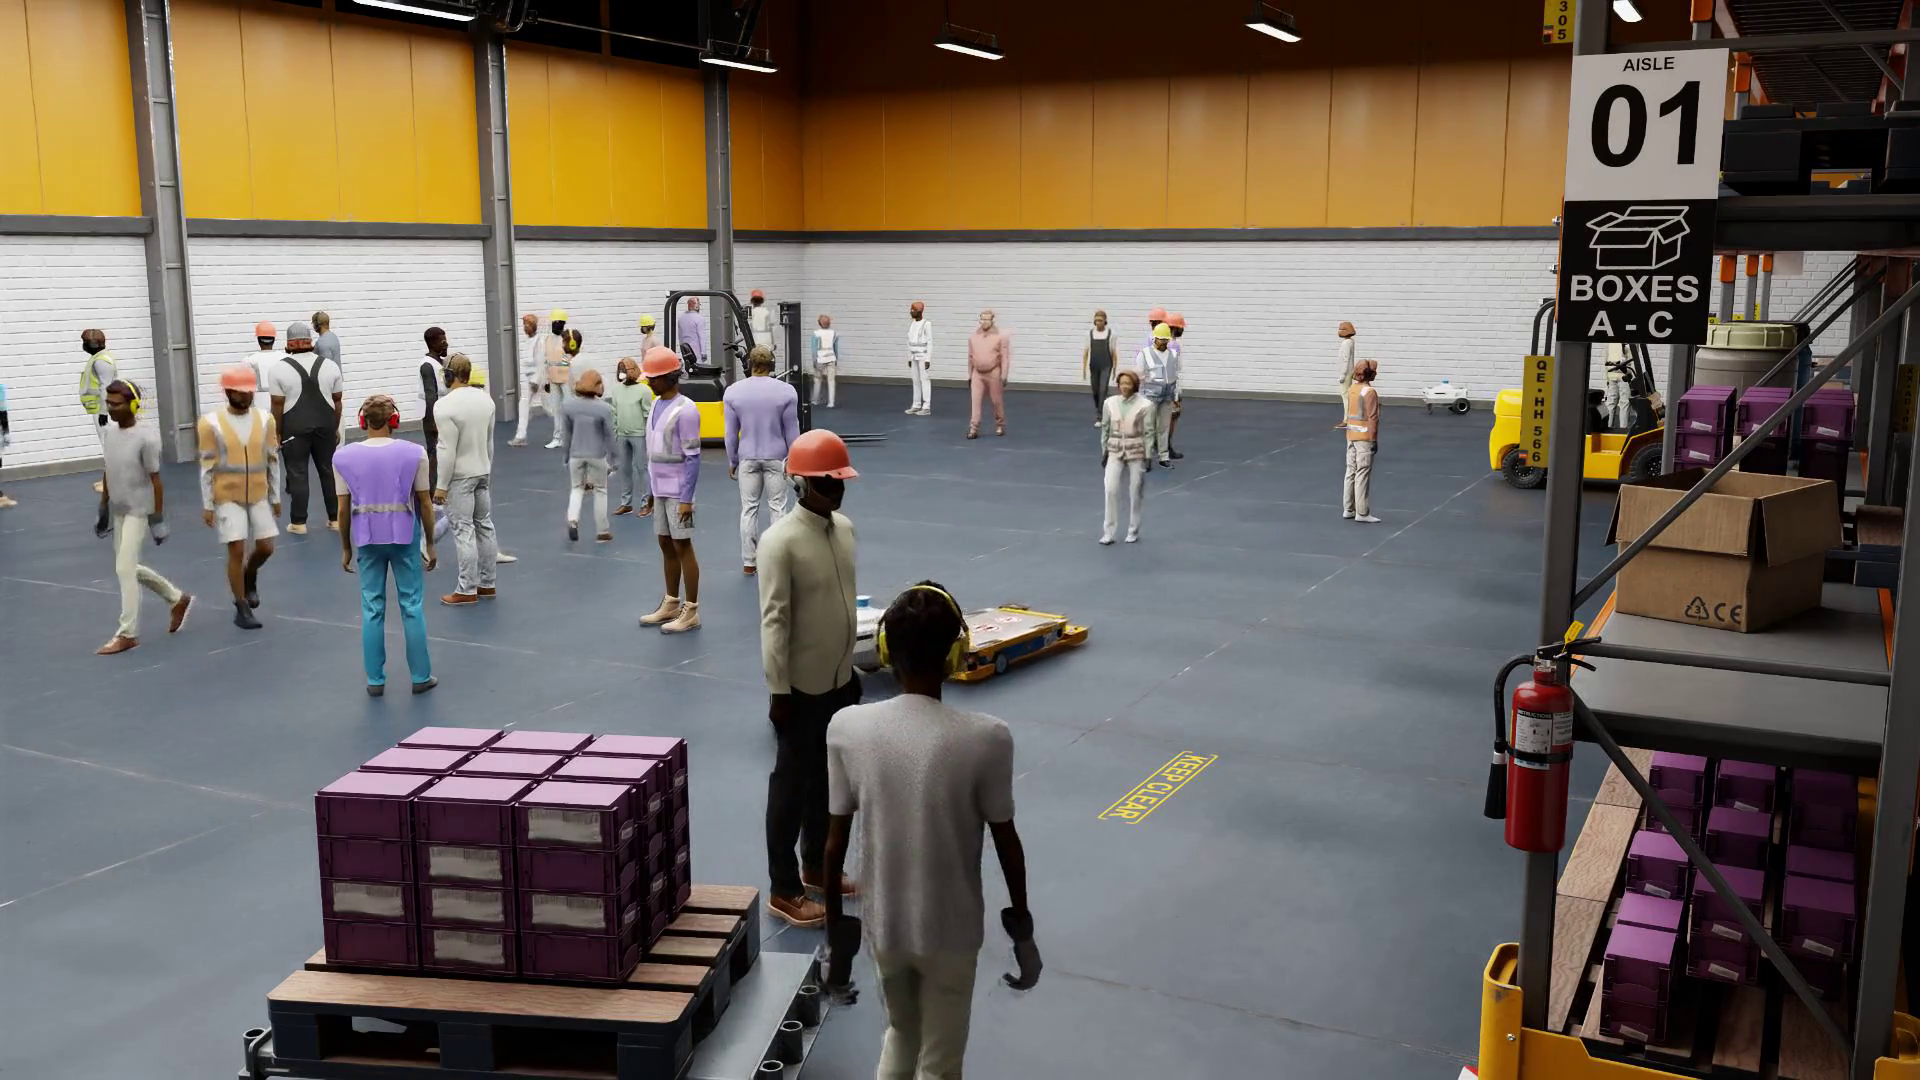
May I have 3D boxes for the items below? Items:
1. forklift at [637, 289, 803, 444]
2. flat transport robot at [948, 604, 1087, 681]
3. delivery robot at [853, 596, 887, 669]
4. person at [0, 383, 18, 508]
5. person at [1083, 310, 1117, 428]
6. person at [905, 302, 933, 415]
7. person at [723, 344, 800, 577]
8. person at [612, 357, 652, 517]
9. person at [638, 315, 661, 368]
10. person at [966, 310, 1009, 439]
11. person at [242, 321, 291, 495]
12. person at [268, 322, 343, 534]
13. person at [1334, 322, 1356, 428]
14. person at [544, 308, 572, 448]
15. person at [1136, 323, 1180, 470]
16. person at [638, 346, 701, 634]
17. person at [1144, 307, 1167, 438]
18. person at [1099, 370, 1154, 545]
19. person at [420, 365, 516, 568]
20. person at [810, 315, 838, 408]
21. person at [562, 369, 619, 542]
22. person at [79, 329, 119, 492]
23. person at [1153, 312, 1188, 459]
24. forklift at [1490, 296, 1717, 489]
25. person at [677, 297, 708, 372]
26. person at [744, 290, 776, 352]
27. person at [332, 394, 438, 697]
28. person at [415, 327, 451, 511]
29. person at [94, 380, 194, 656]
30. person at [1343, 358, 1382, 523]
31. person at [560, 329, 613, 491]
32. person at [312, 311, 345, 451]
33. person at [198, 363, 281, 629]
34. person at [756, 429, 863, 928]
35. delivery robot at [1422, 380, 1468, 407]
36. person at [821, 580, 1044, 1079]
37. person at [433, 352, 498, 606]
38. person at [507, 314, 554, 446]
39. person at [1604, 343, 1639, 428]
[{"bbox_3d":[-3.358,-2.392,23.136,2.313,2.155,1.214,-1,10,-5],"label":"forklift"},{"bbox_3d":[0.196,0.660,11.030,0.652,0.197,1.431,7,12,35],"label":"flat transport robot"},{"bbox_3d":[-0.615,0.591,10.333,0.707,0.478,0.477,-8,13,-39],"label":"delivery robot"},{"bbox_3d":[-10.157,-1.110,17.247,0.530,1.673,0.724,3,10,16],"label":"person"},{"bbox_3d":[2.194,-2.674,25.873,0.520,1.819,0.817,3,10,15],"label":"person"},{"bbox_3d":[-0.673,-3.012,27.630,0.356,1.881,0.575,-7,12,-35],"label":"person"},{"bbox_3d":[-1.635,-0.653,13.806,0.630,1.940,0.372,0,10,1],"label":"person"},{"bbox_3d":[-3.352,-1.050,16.985,0.504,1.632,0.270,5,11,26],"label":"person"},{"bbox_3d":[-4.644,-2.493,24.965,0.329,1.765,0.526,-6,12,-32],"label":"person"},{"bbox_3d":[0.399,-2.419,24.256,0.663,1.869,0.900,4,10,20],"label":"person"},{"bbox_3d":[-7.664,-1.462,18.494,0.546,1.938,0.361,-7,12,-34],"label":"person"},{"bbox_3d":[-6.313,-1.087,16.023,0.681,2.000,0.536,-8,12,-37],"label":"person"},{"bbox_3d":[5.944,-2.543,25.632,0.264,1.632,0.508,4,11,22],"label":"person"},{"bbox_3d":[-5.473,-2.207,22.829,0.588,1.930,0.363,5,11,27],"label":"person"},{"bbox_3d":[2.471,-1.777,20.649,0.588,1.823,0.403,-4,11,-22],"label":"person"},{"bbox_3d":[-2.067,-0.353,11.794,0.389,2.034,0.605,-7,12,-36],"label":"person"},{"bbox_3d":[2.715,-2.240,22.998,0.357,1.938,0.542,-1,10,-8],"label":"person"},{"bbox_3d":[1.503,-0.745,15.245,0.546,1.609,0.699,4,11,24],"label":"person"},{"bbox_3d":[-4.262,-0.629,14.221,0.779,1.737,0.529,-3,10,-15],"label":"person"},{"bbox_3d":[-2.380,-3.109,28.985,0.534,1.594,0.845,-5,11,-26],"label":"person"},{"bbox_3d":[-3.414,-0.763,15.346,0.546,1.621,0.489,1,10,9],"label":"person"},{"bbox_3d":[-9.695,-1.463,18.784,0.429,1.840,0.630,-5,11,-27],"label":"person"},{"bbox_3d":[2.773,-2.006,21.689,0.403,1.918,0.565,-2,10,-11],"label":"person"},{"bbox_3d":[7.296,-1.677,18.993,2.313,2.155,1.214,5,11,27],"label":"forklift"},{"bbox_3d":[-4.700,-3.344,29.476,0.642,1.910,0.401,8,13,40],"label":"person"},{"bbox_3d":[-3.806,-3.743,31.571,0.619,1.999,1.016,-1,10,-4],"label":"person"},{"bbox_3d":[-3.471,0.041,10.077,0.564,1.838,0.388,-2,10,-11],"label":"person"},{"bbox_3d":[-5.495,-1.269,17.430,0.391,1.920,0.588,-2,10,-10],"label":"person"},{"bbox_3d":[-5.639,-0.185,11.371,0.542,1.843,0.800,6,12,33],"label":"person"},{"bbox_3d":[4.028,-0.995,16.654,0.306,1.640,0.522,-2,10,-14],"label":"person"},{"bbox_3d":[-4.214,-1.447,18.679,0.457,1.842,0.550,1,10,4],"label":"person"},{"bbox_3d":[-8.208,-1.998,21.605,0.376,1.936,0.627,-2,10,-9],"label":"person"},{"bbox_3d":[-5.203,-0.329,12.002,0.556,1.918,0.633,-9,13,-42],"label":"person"},{"bbox_3d":[-0.577,0.542,6.725,0.396,1.992,0.622,5,11,26],"label":"person"},{"bbox_3d":[8.128,-2.439,27.876,0.707,0.478,0.477,0,10,2],"label":"delivery robot"},{"bbox_3d":[-0.063,1.029,4.341,0.537,1.851,0.542,4,11,22],"label":"person"},{"bbox_3d":[-3.786,-0.461,12.696,0.371,1.941,0.627,4,10,20],"label":"person"},{"bbox_3d":[-5.907,-2.251,23.329,0.570,1.849,0.923,9,13,41],"label":"person"},{"bbox_3d":[9.498,-2.332,23.822,0.404,1.837,0.589,-5,11,-26],"label":"person"}]
